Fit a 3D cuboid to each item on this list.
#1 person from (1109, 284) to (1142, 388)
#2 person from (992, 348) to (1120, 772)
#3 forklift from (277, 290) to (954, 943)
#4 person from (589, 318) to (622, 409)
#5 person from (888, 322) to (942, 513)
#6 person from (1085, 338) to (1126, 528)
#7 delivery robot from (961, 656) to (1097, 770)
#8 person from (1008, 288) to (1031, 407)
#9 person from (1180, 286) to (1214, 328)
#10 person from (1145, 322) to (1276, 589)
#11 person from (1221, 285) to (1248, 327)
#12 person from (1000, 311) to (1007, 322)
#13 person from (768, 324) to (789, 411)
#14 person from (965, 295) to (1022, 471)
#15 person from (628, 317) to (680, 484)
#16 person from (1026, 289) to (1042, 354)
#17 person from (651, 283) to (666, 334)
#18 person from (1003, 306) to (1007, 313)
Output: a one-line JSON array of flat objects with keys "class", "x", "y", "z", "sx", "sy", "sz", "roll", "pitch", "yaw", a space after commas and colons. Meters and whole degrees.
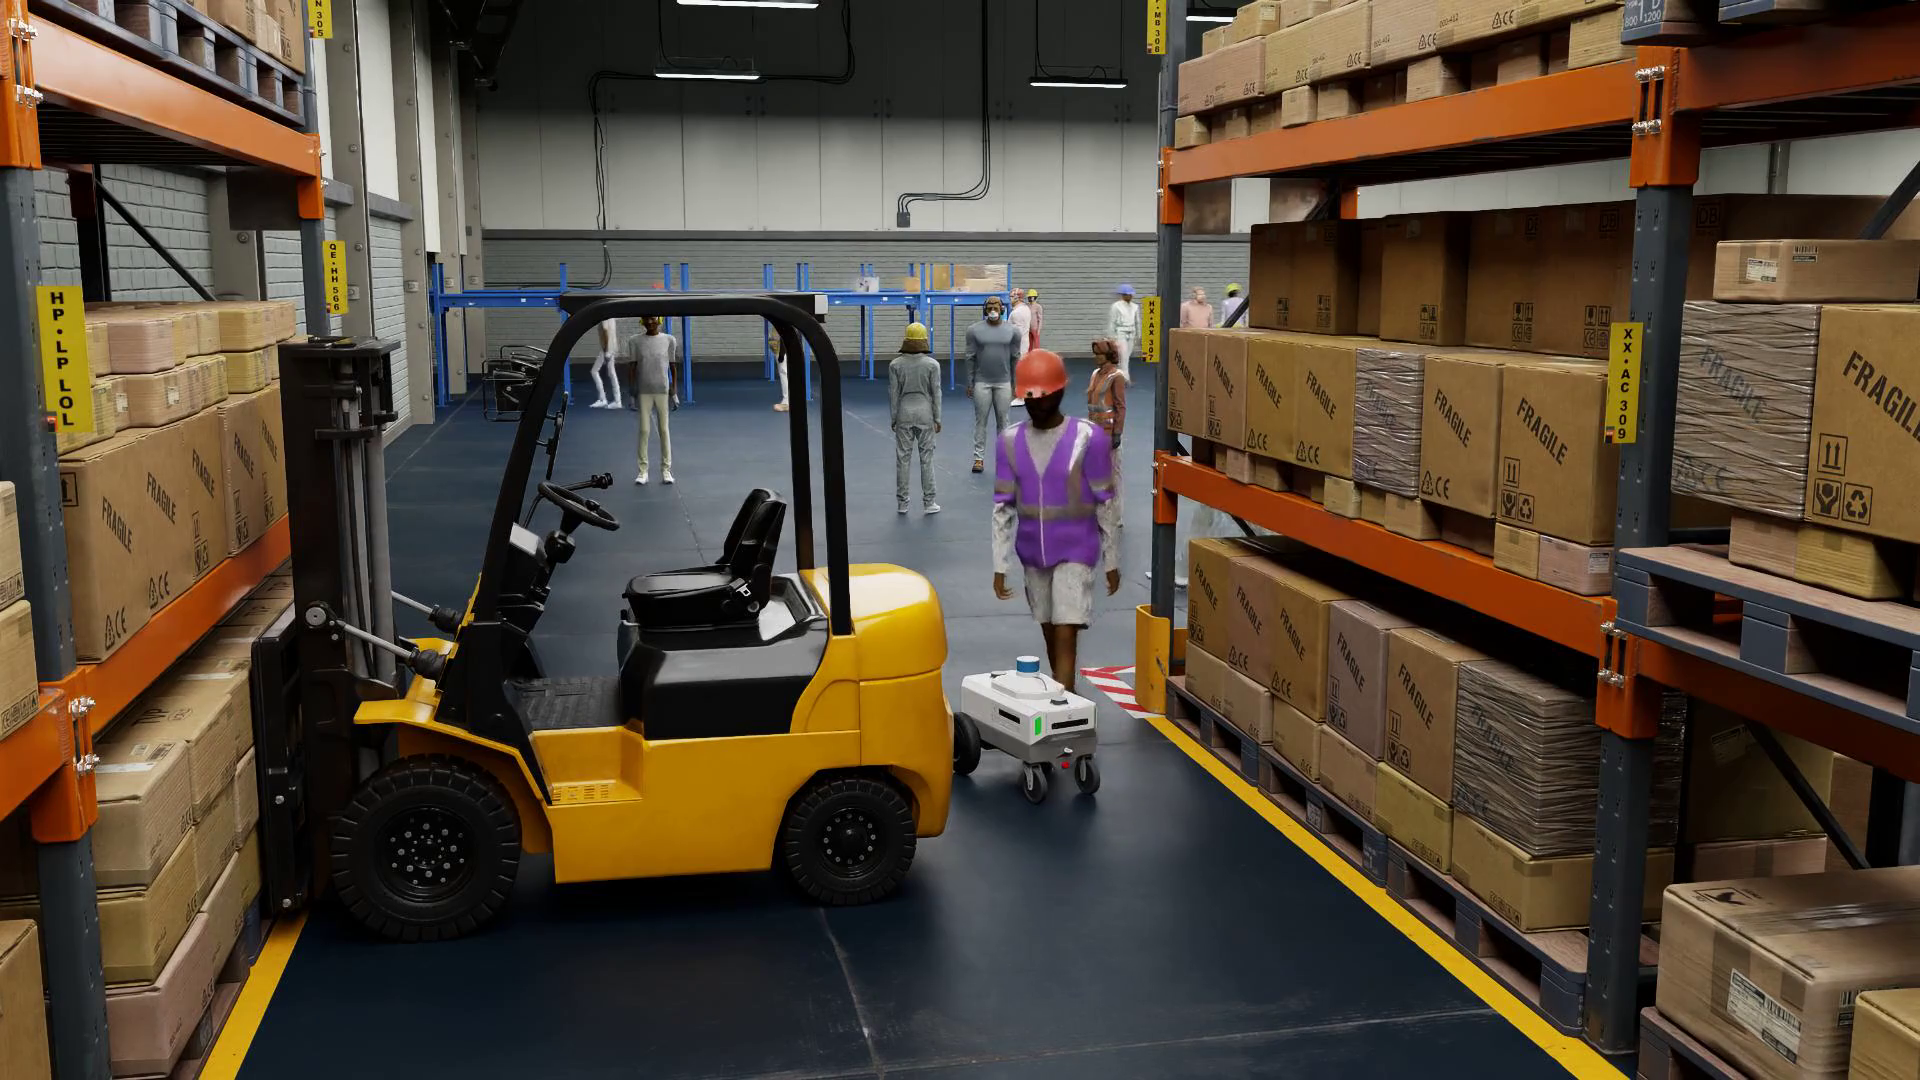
[{"class": "person", "x": 3.146, "y": -3.762, "z": 30.831, "sx": 0.646, "sy": 1.918, "sz": 0.812, "roll": -6, "pitch": 11, "yaw": -32}, {"class": "person", "x": 0.382, "y": 0.080, "z": 7.537, "sx": 0.553, "sy": 1.881, "sz": 0.967, "roll": 5, "pitch": 11, "yaw": 28}, {"class": "forklift", "x": -1.179, "y": 0.175, "z": 6.143, "sx": 2.313, "sy": 2.155, "sz": 1.214, "roll": -2, "pitch": 10, "yaw": -12}, {"class": "person", "x": -5.695, "y": -3.006, "z": 26.434, "sx": 0.647, "sy": 1.845, "sz": 0.570, "roll": 1, "pitch": 9, "yaw": 3}, {"class": "person", "x": -0.404, "y": -1.120, "z": 15.278, "sx": 0.492, "sy": 1.743, "sz": 0.295, "roll": 1, "pitch": 9, "yaw": 8}, {"class": "person", "x": 1.259, "y": -0.920, "z": 14.382, "sx": 0.307, "sy": 1.636, "sz": 0.525, "roll": -4, "pitch": 10, "yaw": -23}, {"class": "delivery robot", "x": 0.299, "y": 0.754, "z": 7.311, "sx": 0.477, "sy": 0.478, "sz": 0.707, "roll": -5, "pitch": 11, "yaw": -28}, {"class": "person", "x": 0.930, "y": -3.133, "z": 27.050, "sx": 0.406, "sy": 1.909, "sz": 0.639, "roll": 2, "pitch": 10, "yaw": 15}, {"class": "person", "x": 4.346, "y": -3.651, "z": 30.230, "sx": 0.660, "sy": 1.887, "sz": 0.643, "roll": -3, "pitch": 10, "yaw": -20}, {"class": "person", "x": 1.849, "y": -0.562, "z": 11.504, "sx": 1.030, "sy": 1.870, "sz": 0.603, "roll": 0, "pitch": 9, "yaw": 1}, {"class": "person", "x": 6.079, "y": -4.708, "z": 36.826, "sx": 0.662, "sy": 1.856, "sz": 0.986, "roll": 0, "pitch": 9, "yaw": 0}, {"class": "person", "x": 0.807, "y": -4.271, "z": 34.626, "sx": 0.317, "sy": 1.695, "sz": 0.540, "roll": -3, "pitch": 10, "yaw": -20}, {"class": "person", "x": -2.808, "y": -2.963, "z": 26.222, "sx": 0.429, "sy": 1.839, "sz": 0.634, "roll": 0, "pitch": 9, "yaw": -3}, {"class": "person", "x": 0.367, "y": -1.729, "z": 18.399, "sx": 0.632, "sy": 1.940, "sz": 0.372, "roll": 0, "pitch": 9, "yaw": -2}, {"class": "person", "x": -3.199, "y": -1.524, "z": 17.356, "sx": 0.531, "sy": 1.870, "sz": 0.318, "roll": -2, "pitch": 9, "yaw": -10}, {"class": "person", "x": 1.587, "y": -4.608, "z": 36.469, "sx": 0.309, "sy": 1.769, "sz": 0.523, "roll": -8, "pitch": 13, "yaw": -42}, {"class": "person", "x": -6.298, "y": -4.410, "z": 34.786, "sx": 0.440, "sy": 1.922, "sz": 0.553, "roll": -2, "pitch": 10, "yaw": -15}, {"class": "person", "x": 0.910, "y": -5.096, "z": 39.653, "sx": 0.321, "sy": 1.697, "sz": 0.529, "roll": 8, "pitch": 12, "yaw": 39}]
